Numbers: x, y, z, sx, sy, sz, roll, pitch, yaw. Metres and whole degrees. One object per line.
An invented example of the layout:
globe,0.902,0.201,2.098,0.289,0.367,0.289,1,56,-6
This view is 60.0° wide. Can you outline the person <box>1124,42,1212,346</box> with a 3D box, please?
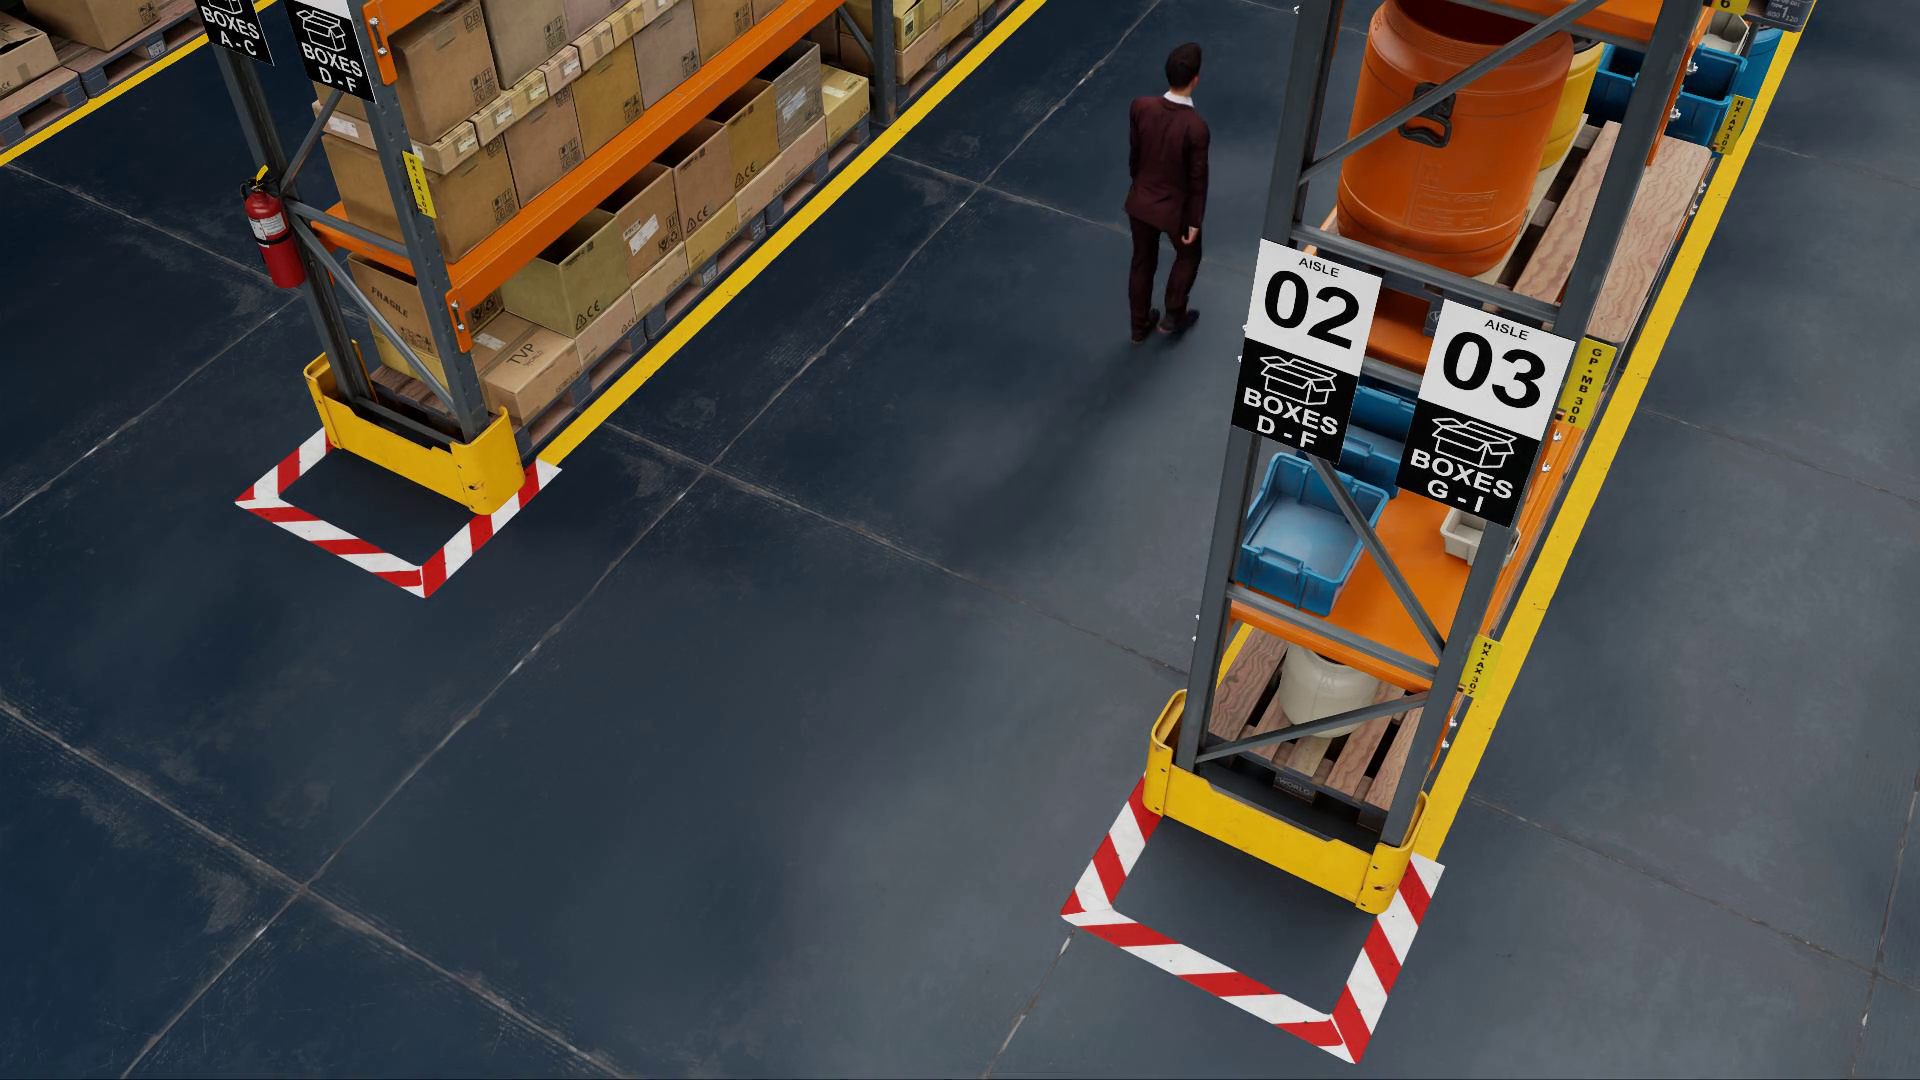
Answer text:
person,1.067,-1.793,9.030,0.699,1.852,0.676,25,52,21
